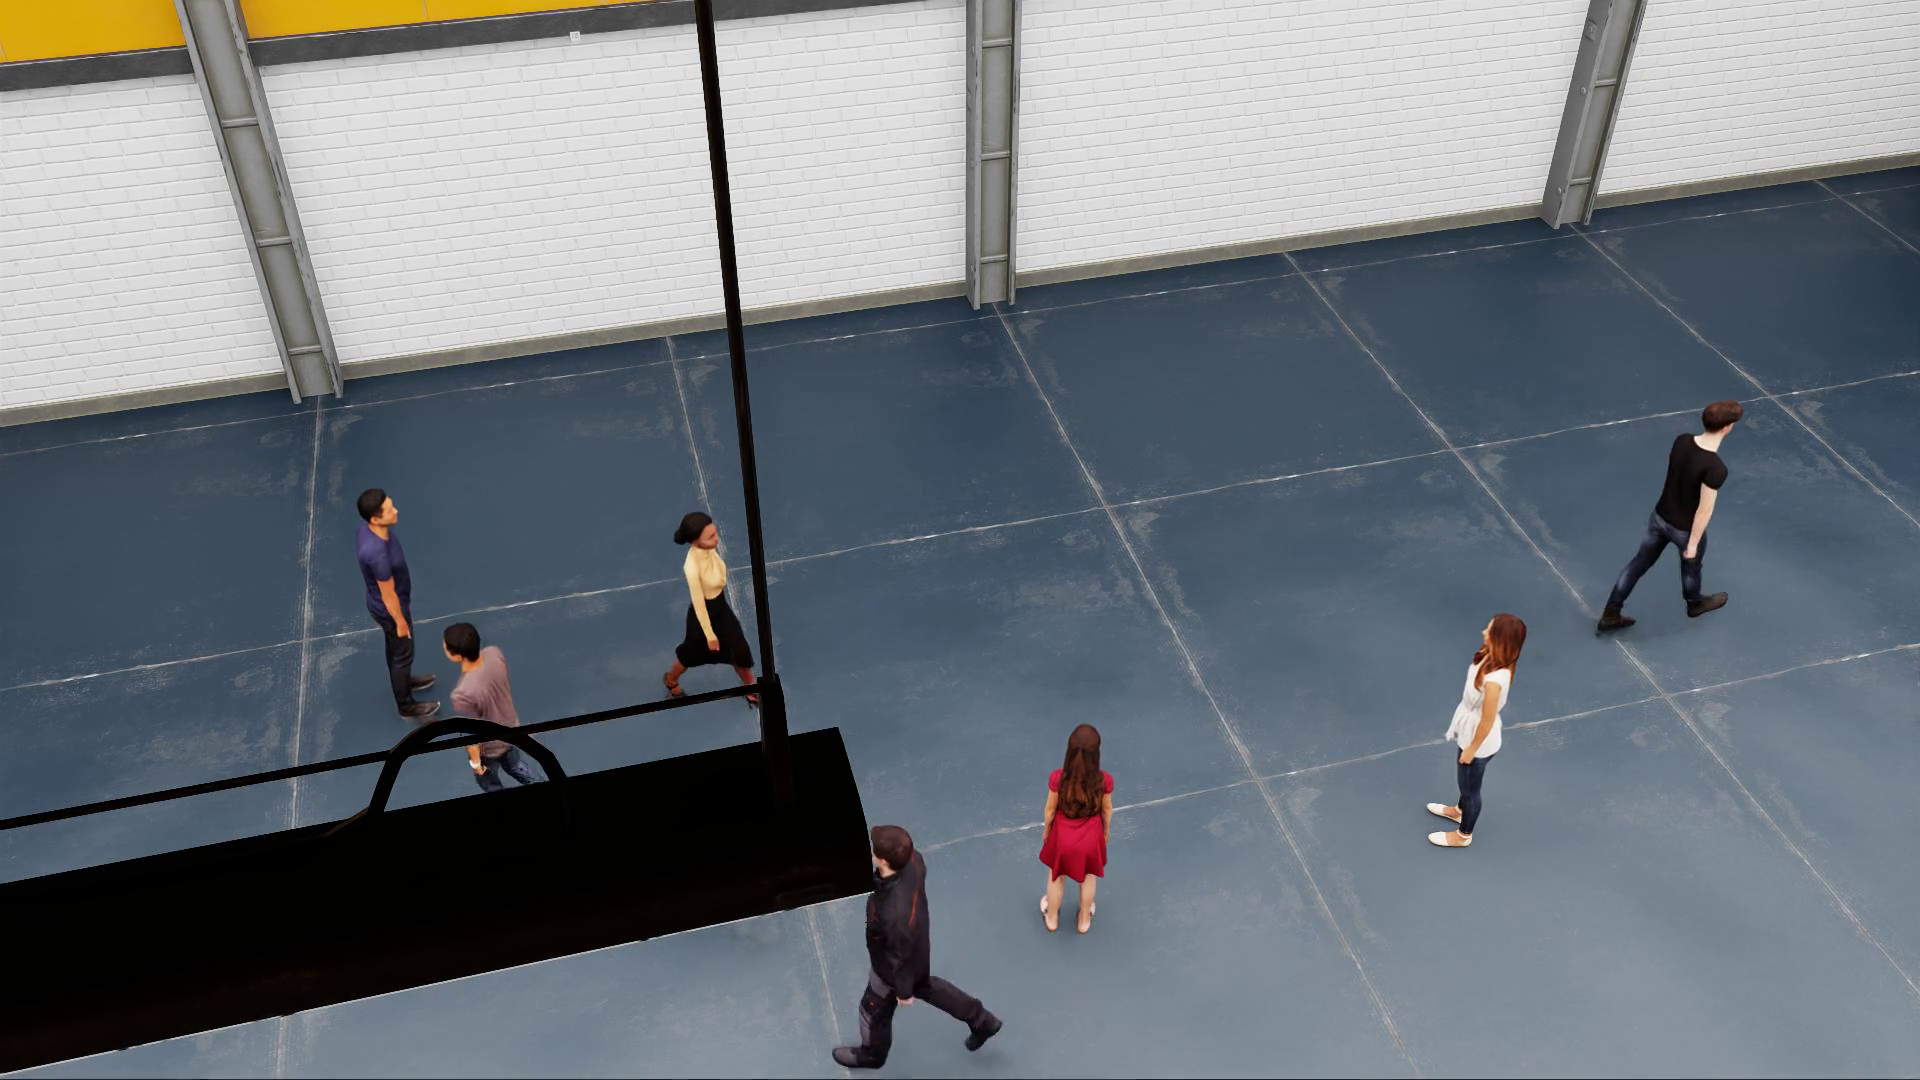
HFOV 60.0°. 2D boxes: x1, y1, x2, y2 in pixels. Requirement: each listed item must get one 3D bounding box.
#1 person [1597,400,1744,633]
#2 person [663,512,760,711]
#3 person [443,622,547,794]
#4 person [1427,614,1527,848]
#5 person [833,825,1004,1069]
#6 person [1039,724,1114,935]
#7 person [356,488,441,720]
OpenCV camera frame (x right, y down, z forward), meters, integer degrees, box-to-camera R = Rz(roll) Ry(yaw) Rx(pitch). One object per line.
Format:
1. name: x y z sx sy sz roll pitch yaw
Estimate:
1. person: 4.806 -0.092 11.329 1.224 1.841 0.770 -13 40 -16
2. person: -1.703 0.505 10.763 1.109 1.613 0.930 10 40 12
3. person: -2.671 1.176 9.806 1.072 1.760 0.971 15 41 18
4. person: 3.081 1.135 9.837 0.685 1.785 0.664 11 40 14
5. person: -0.208 2.138 8.567 1.248 1.802 0.970 3 39 4
6. person: 0.654 1.649 9.382 0.602 1.550 0.670 -1 39 -1
7. person: -3.694 0.401 10.757 0.560 1.785 0.637 -12 40 -14
